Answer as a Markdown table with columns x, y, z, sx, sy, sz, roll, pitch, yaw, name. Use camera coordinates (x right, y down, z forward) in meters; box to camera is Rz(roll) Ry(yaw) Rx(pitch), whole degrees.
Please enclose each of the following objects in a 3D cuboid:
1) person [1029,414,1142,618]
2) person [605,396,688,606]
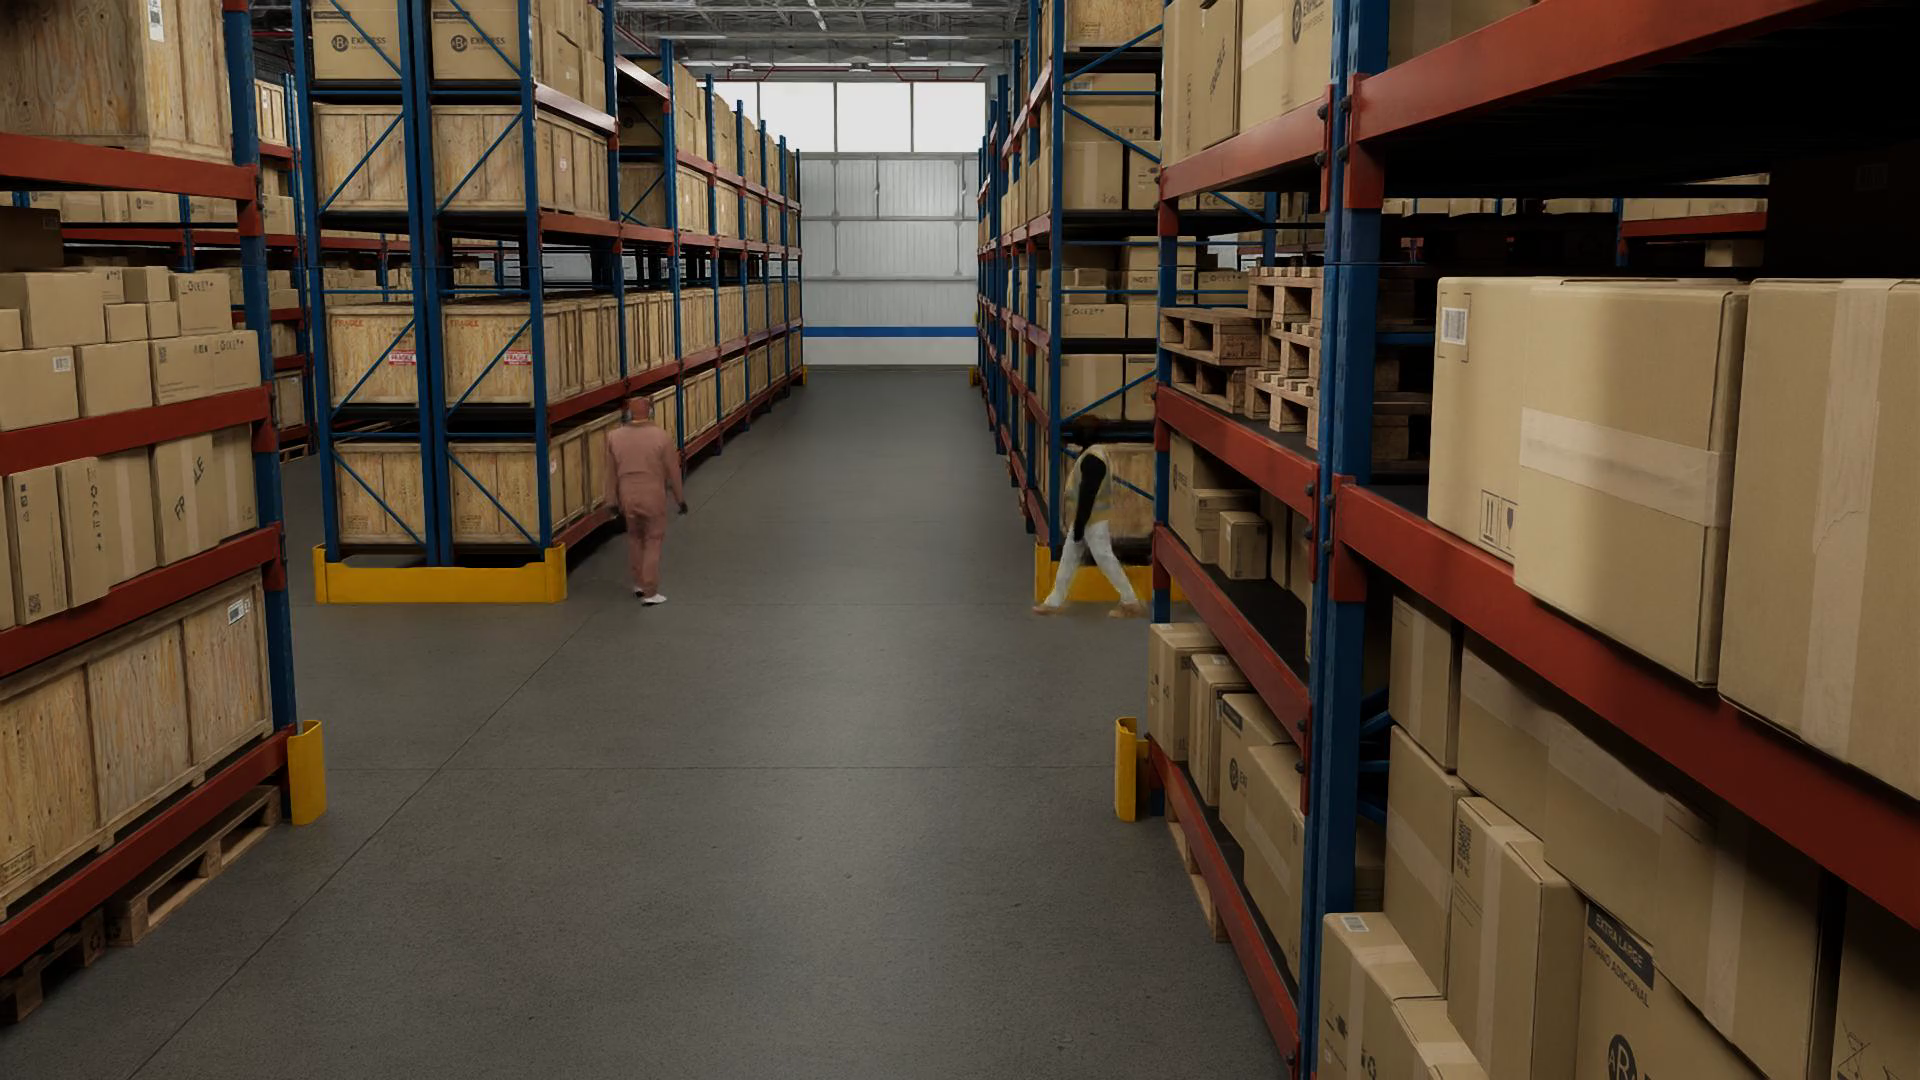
| x | y | z | sx | sy | sz | roll | pitch | yaw | name |
| --- | --- | --- | --- | --- | --- | --- | --- | --- | --- |
| 1.129 | -0.198 | 14.409 | 0.967 | 1.795 | 0.637 | 0 | 9 | 0 | person |
| -2.838 | -0.365 | 15.152 | 0.685 | 1.875 | 0.689 | 2 | 9 | 12 | person |
